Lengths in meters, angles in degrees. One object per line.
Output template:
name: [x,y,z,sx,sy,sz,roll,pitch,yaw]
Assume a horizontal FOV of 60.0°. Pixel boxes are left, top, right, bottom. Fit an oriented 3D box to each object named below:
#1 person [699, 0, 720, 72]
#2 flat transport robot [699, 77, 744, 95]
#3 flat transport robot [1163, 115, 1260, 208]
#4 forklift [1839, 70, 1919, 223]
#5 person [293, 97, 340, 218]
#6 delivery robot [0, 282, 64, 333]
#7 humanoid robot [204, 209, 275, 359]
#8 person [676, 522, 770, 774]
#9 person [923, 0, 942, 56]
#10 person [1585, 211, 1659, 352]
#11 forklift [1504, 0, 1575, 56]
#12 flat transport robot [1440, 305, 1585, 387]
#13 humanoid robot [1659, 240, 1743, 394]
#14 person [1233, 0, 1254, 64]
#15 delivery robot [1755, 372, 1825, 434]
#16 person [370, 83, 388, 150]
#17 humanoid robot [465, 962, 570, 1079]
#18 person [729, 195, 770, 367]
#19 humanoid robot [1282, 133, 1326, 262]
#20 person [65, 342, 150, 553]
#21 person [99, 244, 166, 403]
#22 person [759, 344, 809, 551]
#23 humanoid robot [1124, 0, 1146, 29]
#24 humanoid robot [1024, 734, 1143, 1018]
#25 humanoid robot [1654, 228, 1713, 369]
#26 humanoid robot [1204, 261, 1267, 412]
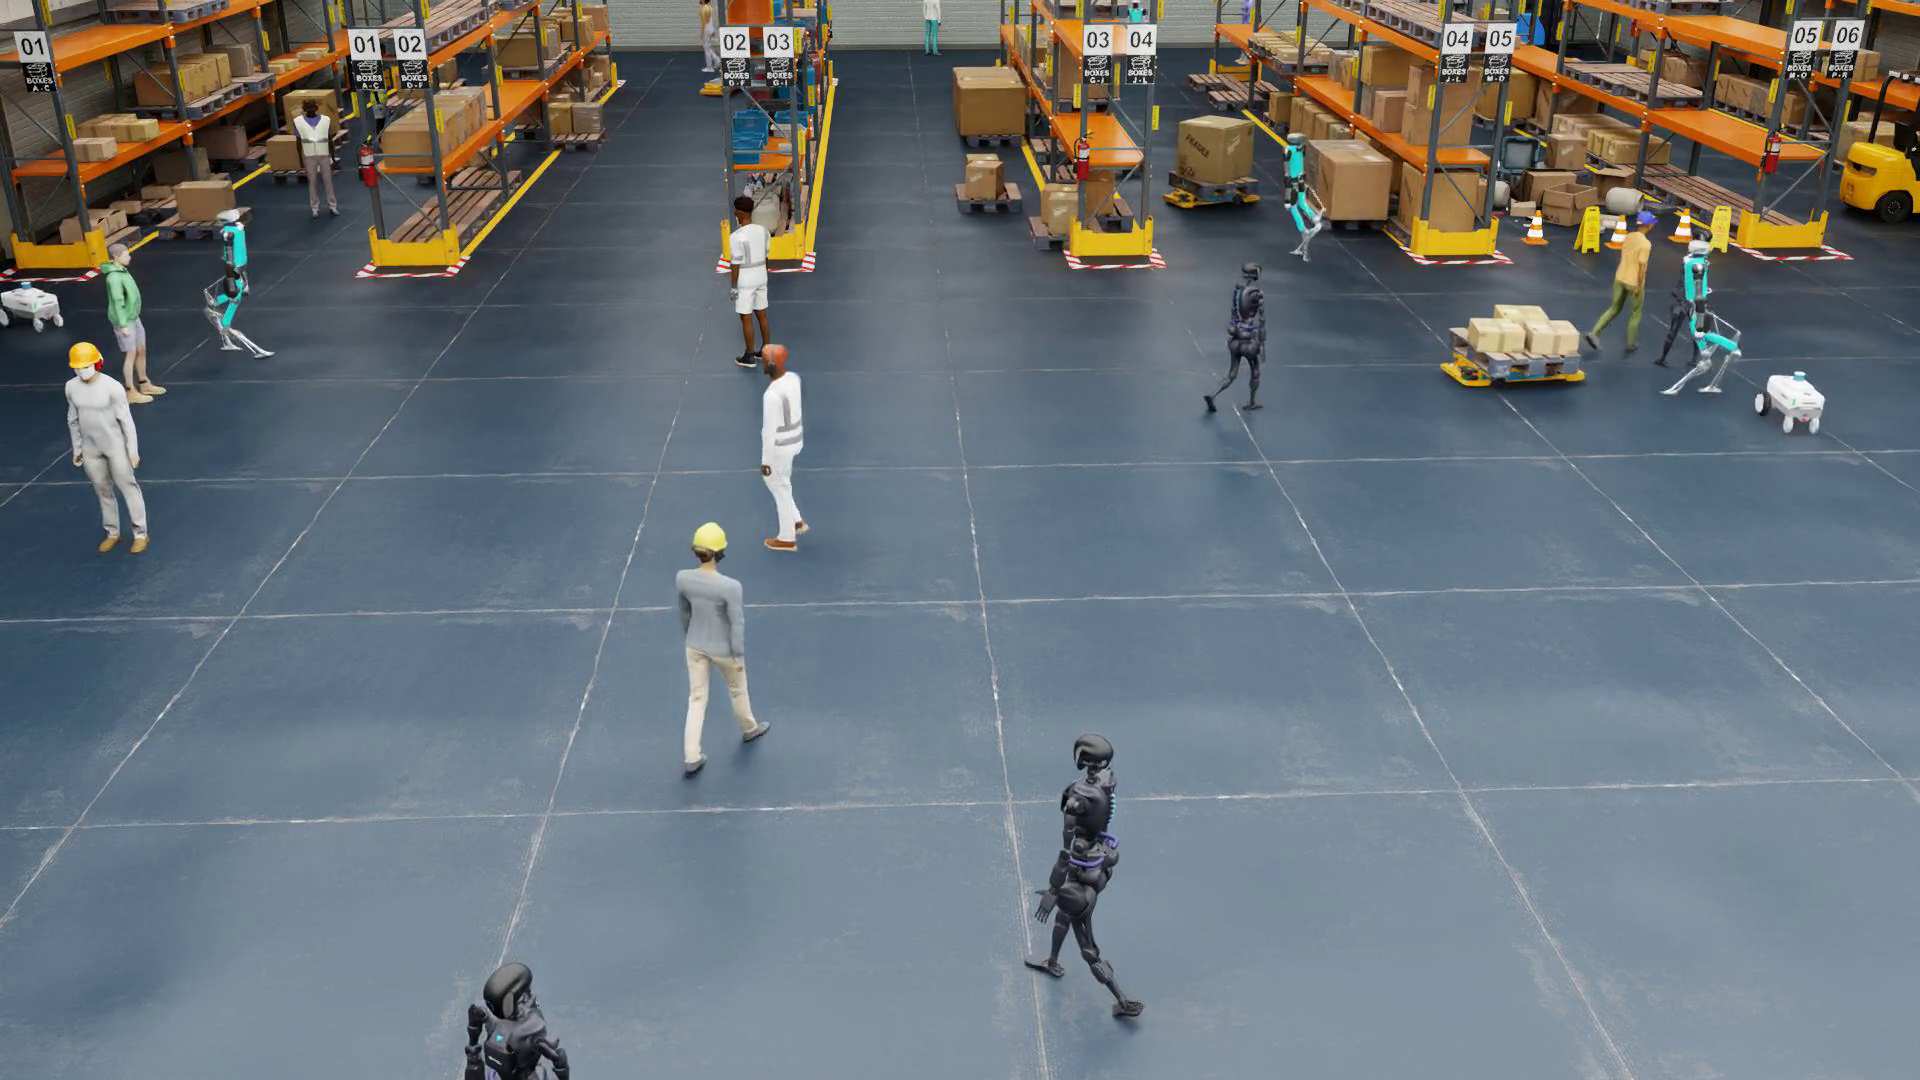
person: [-6.087,-12.171,39.873,0.456,1.851,0.509,6,25,13]
flat transport robot: [-5.295,-10.211,37.416,0.659,0.231,1.431,6,25,13]
flat transport robot: [4.097,-5.620,27.100,1.431,0.231,0.659,-9,26,-19]
forklift: [15.132,-6.143,25.915,2.313,2.155,1.214,-1,24,-2]
person: [-10.042,-5.983,25.978,0.566,1.845,0.390,-12,27,-25]
delivery robot: [-11.543,-2.906,20.643,0.782,0.589,0.499,13,27,26]
humanoid robot: [-8.507,-2.931,19.267,0.894,1.780,0.544,-2,24,-5]
person: [-1.644,0.688,11.136,0.531,1.721,0.816,10,26,20]
person: [-0.697,-13.289,42.493,0.532,1.765,0.321,18,30,35]
person: [7.785,-3.009,19.476,0.710,1.689,0.454,-12,27,-25]
forklift: [14.700,-13.805,42.301,1.873,2.768,1.129,-1,24,-2]
flat transport robot: [6.264,-1.961,18.880,1.431,0.231,0.659,-4,24,-9]
humanoid robot: [8.148,-2.334,17.956,0.880,1.772,0.530,5,25,12]
person: [7.040,-12.687,41.125,0.488,1.796,0.604,-1,24,-2]
delivery robot: [8.730,-1.471,17.424,0.499,0.594,0.778,1,24,3]
person: [-10.834,-8.165,31.062,0.318,1.696,0.532,-4,24,-8]
humanoid robot: [-1.925,2.484,7.205,0.609,1.615,0.787,11,26,23]
person: [-2.407,-2.968,19.076,0.379,1.958,0.596,15,28,31]
humanoid robot: [4.893,-4.768,23.522,0.719,1.896,0.541,18,29,34]
person: [-7.338,-0.794,14.271,0.569,1.889,0.388,1,24,3]
person: [-8.955,-2.333,17.917,0.349,1.732,0.502,-3,24,-7]
person: [-1.564,-0.782,14.254,0.429,1.872,0.600,6,25,13]
humanoid robot: [4.157,-11.662,38.885,0.546,1.771,0.799,-5,24,-10]
humanoid robot: [0.663,1.774,8.844,0.791,1.645,0.597,13,27,27]
humanoid robot: [8.293,-2.726,18.874,0.591,1.644,0.551,-17,29,-34]
humanoid robot: [2.968,-2.143,17.584,0.673,1.629,0.591,-12,27,-25]
